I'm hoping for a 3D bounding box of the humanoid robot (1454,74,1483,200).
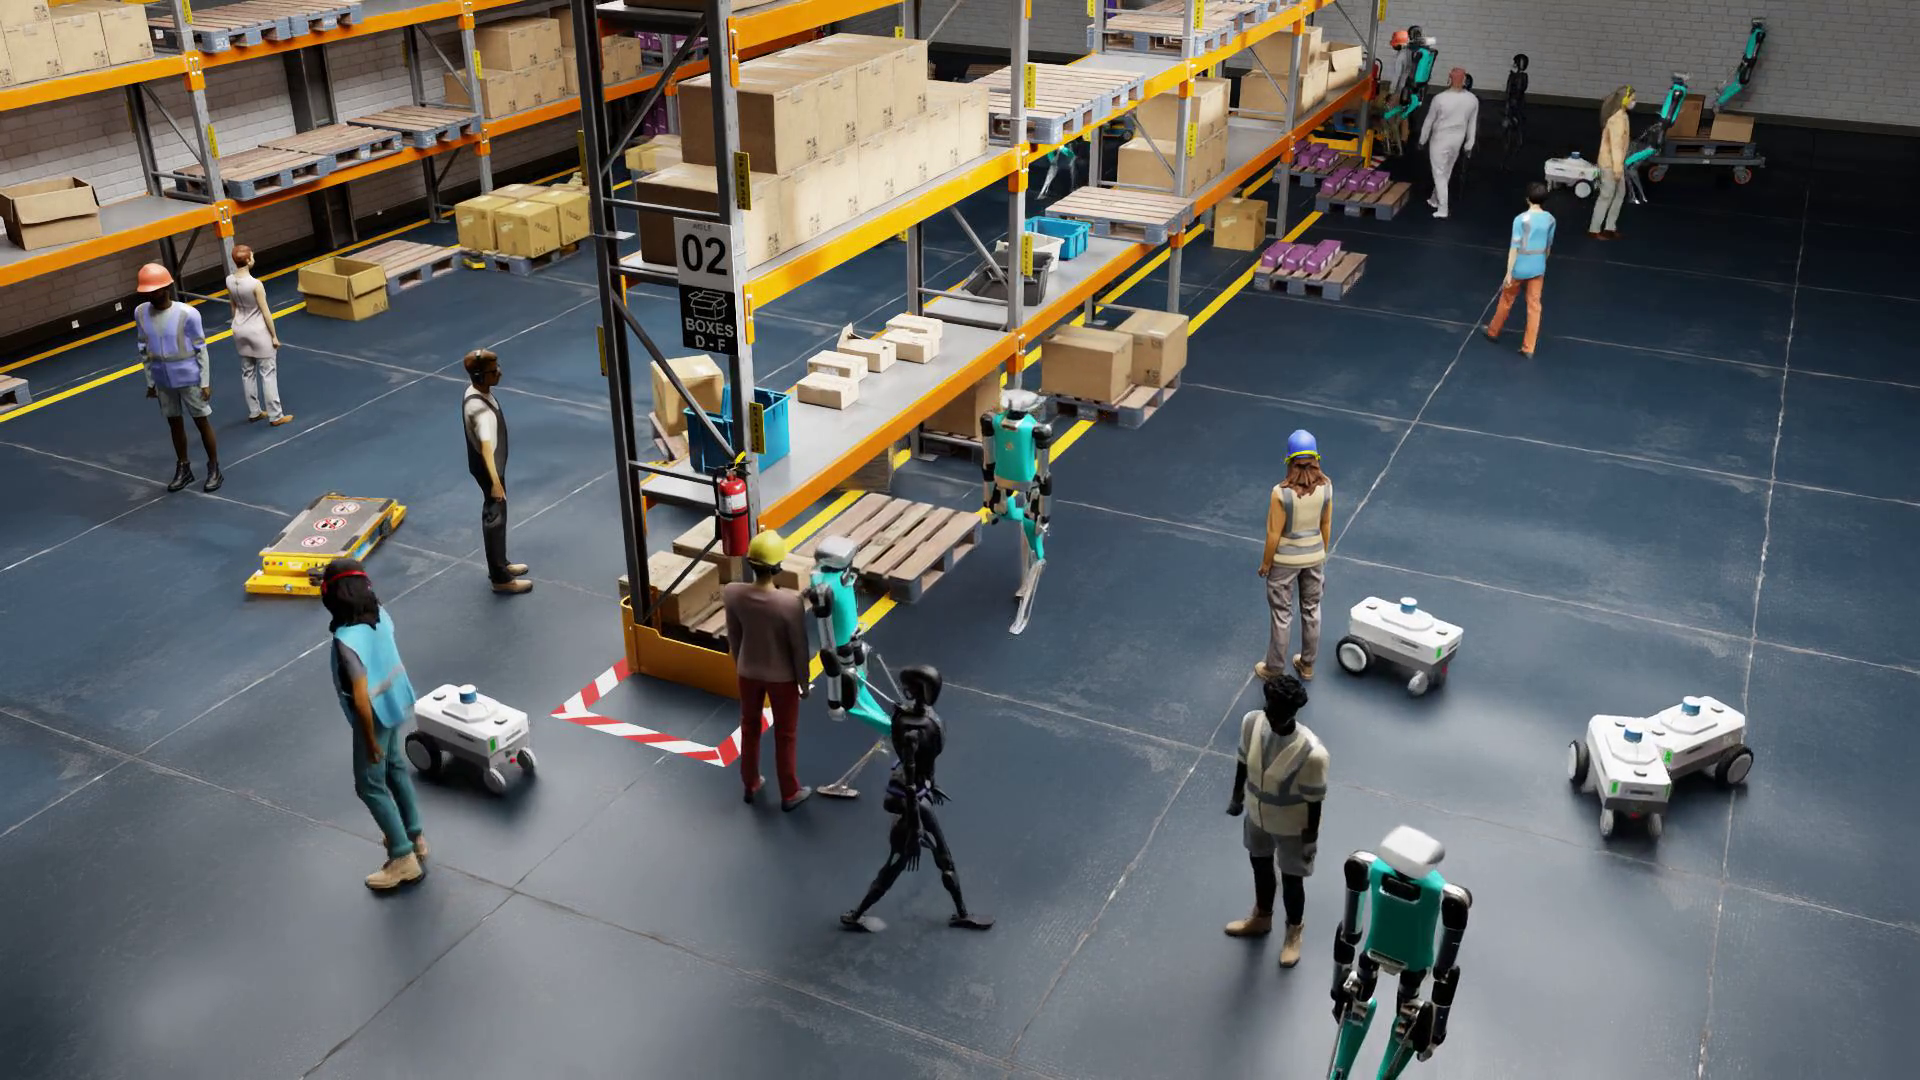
[{"bbox_3d":[6.571,-5.324,21.957,0.585,1.640,0.385,-1,26,-3],"label":"humanoid robot"}]

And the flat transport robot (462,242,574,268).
[{"bbox_3d":[-5.292,-3.522,19.892,1.431,0.231,0.659,-20,33,-35],"label":"flat transport robot"}]

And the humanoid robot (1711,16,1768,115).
[{"bbox_3d":[11.801,-7.077,25.419,0.731,1.803,0.530,7,27,14],"label":"humanoid robot"}]

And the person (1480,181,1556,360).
[{"bbox_3d":[5.625,-2.730,16.650,0.518,1.725,0.884,-5,27,-9],"label":"person"}]

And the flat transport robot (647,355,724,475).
[{"bbox_3d":[-1.886,-0.655,14.101,1.431,0.231,0.659,-10,28,-20],"label":"flat transport robot"}]

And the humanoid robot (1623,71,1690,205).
[{"bbox_3d":[8.957,-5.224,21.720,0.803,1.799,0.544,9,28,18],"label":"humanoid robot"}]

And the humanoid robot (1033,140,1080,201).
[{"bbox_3d":[1.330,-5.346,21.930,0.548,1.762,0.944,23,35,39],"label":"humanoid robot"}]

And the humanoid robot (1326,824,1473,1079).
[{"bbox_3d":[1.706,2.100,6.946,0.530,1.858,0.669,18,32,32],"label":"humanoid robot"}]

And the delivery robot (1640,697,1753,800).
[{"bbox_3d":[4.367,1.224,10.006,0.808,0.614,0.499,-14,30,-26],"label":"delivery robot"}]

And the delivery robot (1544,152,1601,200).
[{"bbox_3d":[8.271,-4.898,22.370,0.785,0.614,0.499,18,31,31],"label":"delivery robot"}]

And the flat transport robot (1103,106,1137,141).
[{"bbox_3d":[2.318,-6.346,25.597,1.431,0.231,0.659,7,27,13],"label":"flat transport robot"}]

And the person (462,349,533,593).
[{"bbox_3d":[-3.371,-0.501,12.013,0.331,1.844,0.516,-8,27,-16],"label":"person"}]

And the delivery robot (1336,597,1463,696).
[{"bbox_3d":[2.927,0.670,11.121,0.782,0.611,0.524,22,34,37],"label":"delivery robot"}]

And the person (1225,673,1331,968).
[{"bbox_3d":[1.597,1.390,8.373,0.321,1.689,0.558,-21,33,-36],"label":"person"}]

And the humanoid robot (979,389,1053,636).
[{"bbox_3d":[0.479,-0.273,11.698,0.539,1.784,0.882,14,29,26],"label":"humanoid robot"}]

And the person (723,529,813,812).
[{"bbox_3d":[-1.091,0.754,9.572,0.525,1.766,0.325,10,28,19],"label":"person"}]

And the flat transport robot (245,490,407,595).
[{"bbox_3d":[-4.840,0.012,12.753,0.659,0.231,1.431,2,26,5],"label":"flat transport robot"}]

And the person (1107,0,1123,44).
[{"bbox_3d":[2.609,-9.053,29.209,0.527,1.924,0.429,19,32,34],"label":"person"}]

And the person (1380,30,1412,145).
[{"bbox_3d":[6.494,-6.689,24.667,0.415,1.714,0.567,15,30,28],"label":"person"}]

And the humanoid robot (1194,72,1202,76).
[{"bbox_3d":[3.454,-6.811,24.981,0.400,1.656,0.593,14,29,26],"label":"humanoid robot"}]

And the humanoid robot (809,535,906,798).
[{"bbox_3d":[-0.423,0.821,9.482,0.892,1.780,0.530,5,27,9],"label":"humanoid robot"}]

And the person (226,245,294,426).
[{"bbox_3d":[-6.324,-1.832,14.919,0.430,1.650,0.283,9,28,17],"label":"person"}]

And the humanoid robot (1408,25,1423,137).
[{"bbox_3d":[6.922,-6.985,25.312,0.348,1.643,0.606,-3,26,-5],"label":"humanoid robot"}]

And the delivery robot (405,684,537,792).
[{"bbox_3d":[-2.978,1.165,10.125,0.815,0.614,0.499,15,30,28],"label":"delivery robot"}]

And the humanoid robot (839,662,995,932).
[{"bbox_3d":[-0.228,1.350,8.525,0.822,1.620,0.609,3,27,7],"label":"humanoid robot"}]

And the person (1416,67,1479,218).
[{"bbox_3d":[6.200,-5.087,21.239,0.645,1.868,0.864,-6,27,-12],"label":"person"}]

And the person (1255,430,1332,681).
[{"bbox_3d":[2.170,0.125,10.832,0.470,1.770,0.331,-7,27,-14],"label":"person"}]

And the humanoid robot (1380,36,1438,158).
[{"bbox_3d":[6.428,-6.408,24.069,0.533,1.767,0.742,-23,34,-38],"label":"humanoid robot"}]

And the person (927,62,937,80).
[{"bbox_3d":[-0.477,-5.370,21.880,0.500,1.812,0.685,7,27,13],"label":"person"}]

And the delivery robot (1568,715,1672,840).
[{"bbox_3d":[3.897,1.346,9.744,0.499,0.600,0.802,4,27,7],"label":"delivery robot"}]

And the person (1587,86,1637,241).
[{"bbox_3d":[7.976,-4.564,20.197,0.584,1.857,0.603,9,28,17],"label":"person"}]

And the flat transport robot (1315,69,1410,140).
[{"bbox_3d":[6.159,-6.400,25.706,1.431,0.231,0.659,21,33,36],"label":"flat transport robot"}]

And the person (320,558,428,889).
[{"bbox_3d":[-3.188,0.983,9.025,0.424,1.841,0.613,1,26,2],"label":"person"}]

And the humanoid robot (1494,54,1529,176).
[{"bbox_3d":[7.704,-5.897,23.091,0.369,1.649,0.613,22,34,37],"label":"humanoid robot"}]

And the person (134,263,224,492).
[{"bbox_3d":[-6.380,-1.314,13.552,0.542,1.939,0.358,1,26,2],"label":"person"}]

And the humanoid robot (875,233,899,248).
[{"bbox_3d":[-0.944,-4.360,20.029,0.735,1.625,0.603,-19,32,-33],"label":"humanoid robot"}]
